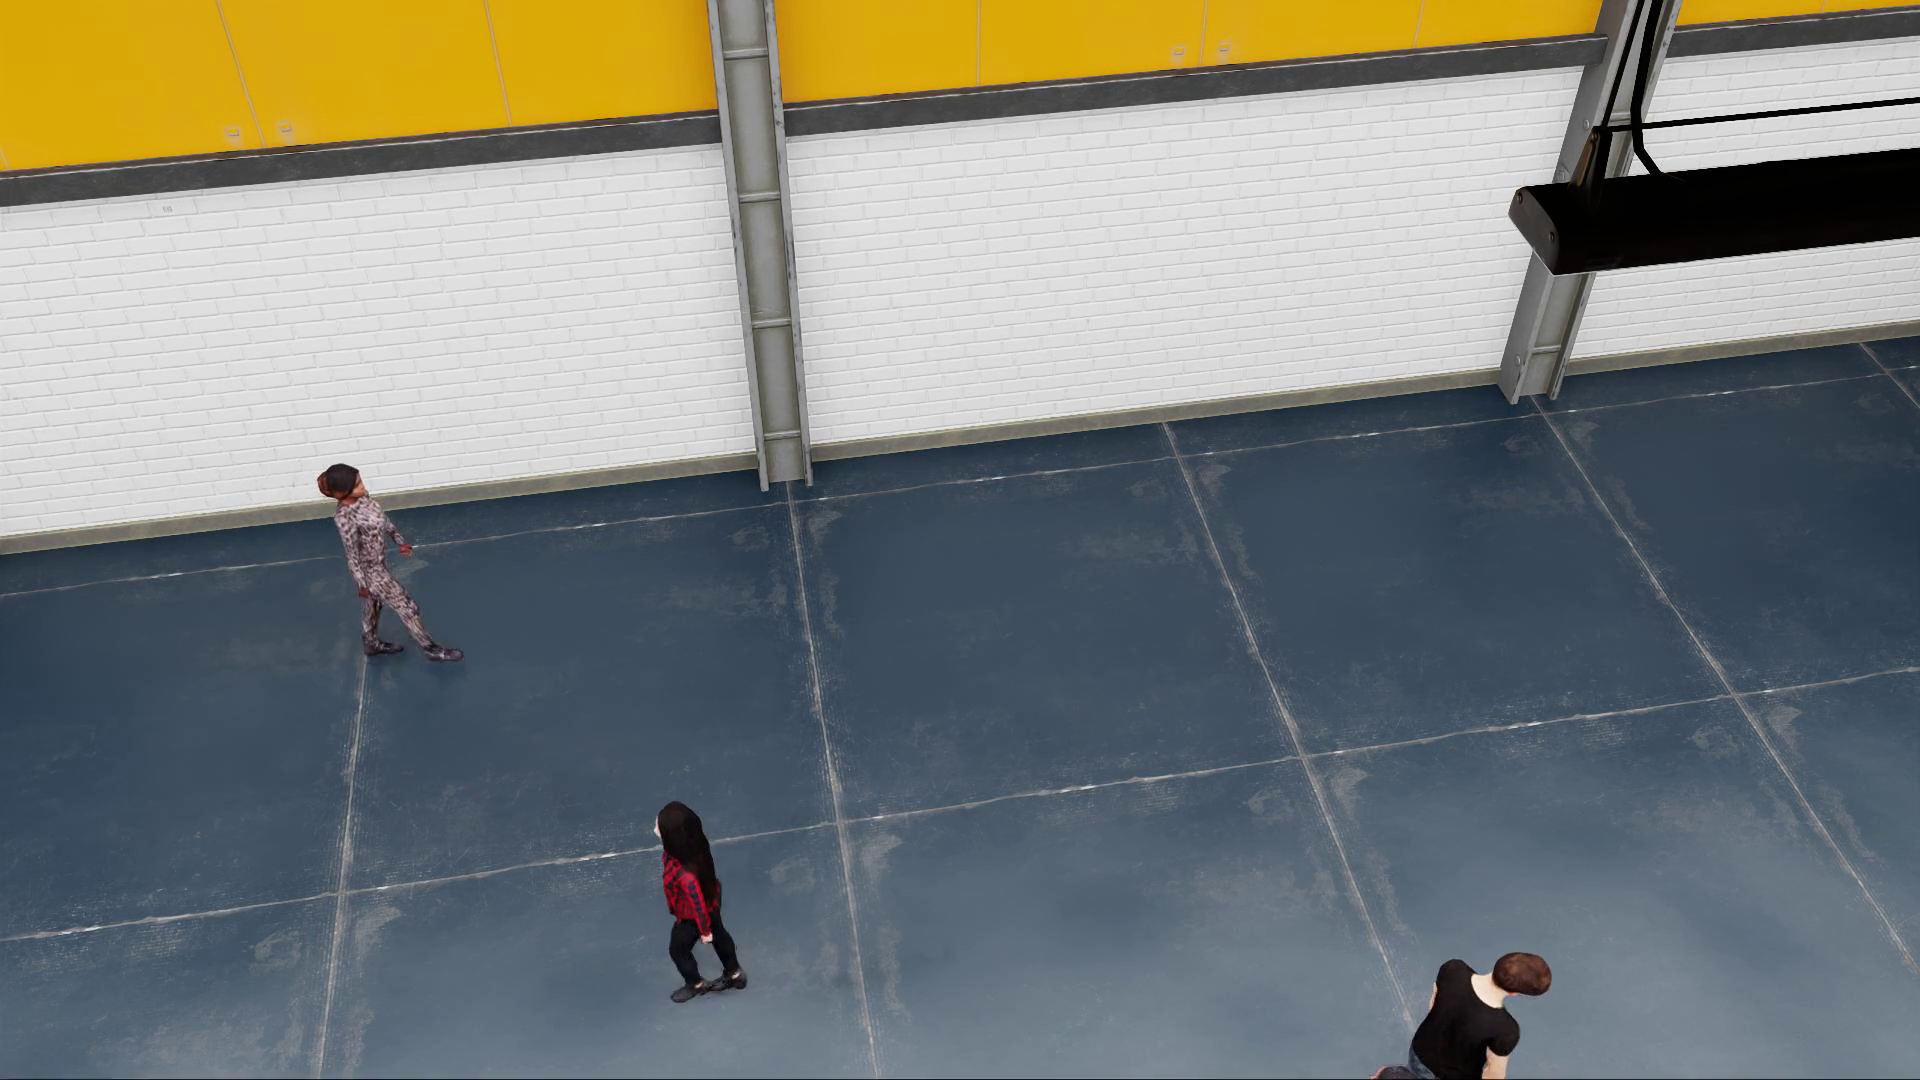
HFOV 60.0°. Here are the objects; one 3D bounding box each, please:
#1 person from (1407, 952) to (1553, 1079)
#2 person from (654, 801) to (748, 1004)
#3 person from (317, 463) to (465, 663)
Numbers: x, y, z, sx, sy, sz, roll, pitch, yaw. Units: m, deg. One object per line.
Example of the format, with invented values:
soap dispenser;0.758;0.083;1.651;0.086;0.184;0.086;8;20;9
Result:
person;2.324;2.580;8.106;0.842;1.854;0.801;-34;53;-31
person;-1.323;1.942;8.930;0.647;1.643;0.590;-6;44;-6
person;-3.886;0.171;10.754;0.943;1.690;0.646;-3;44;-4
